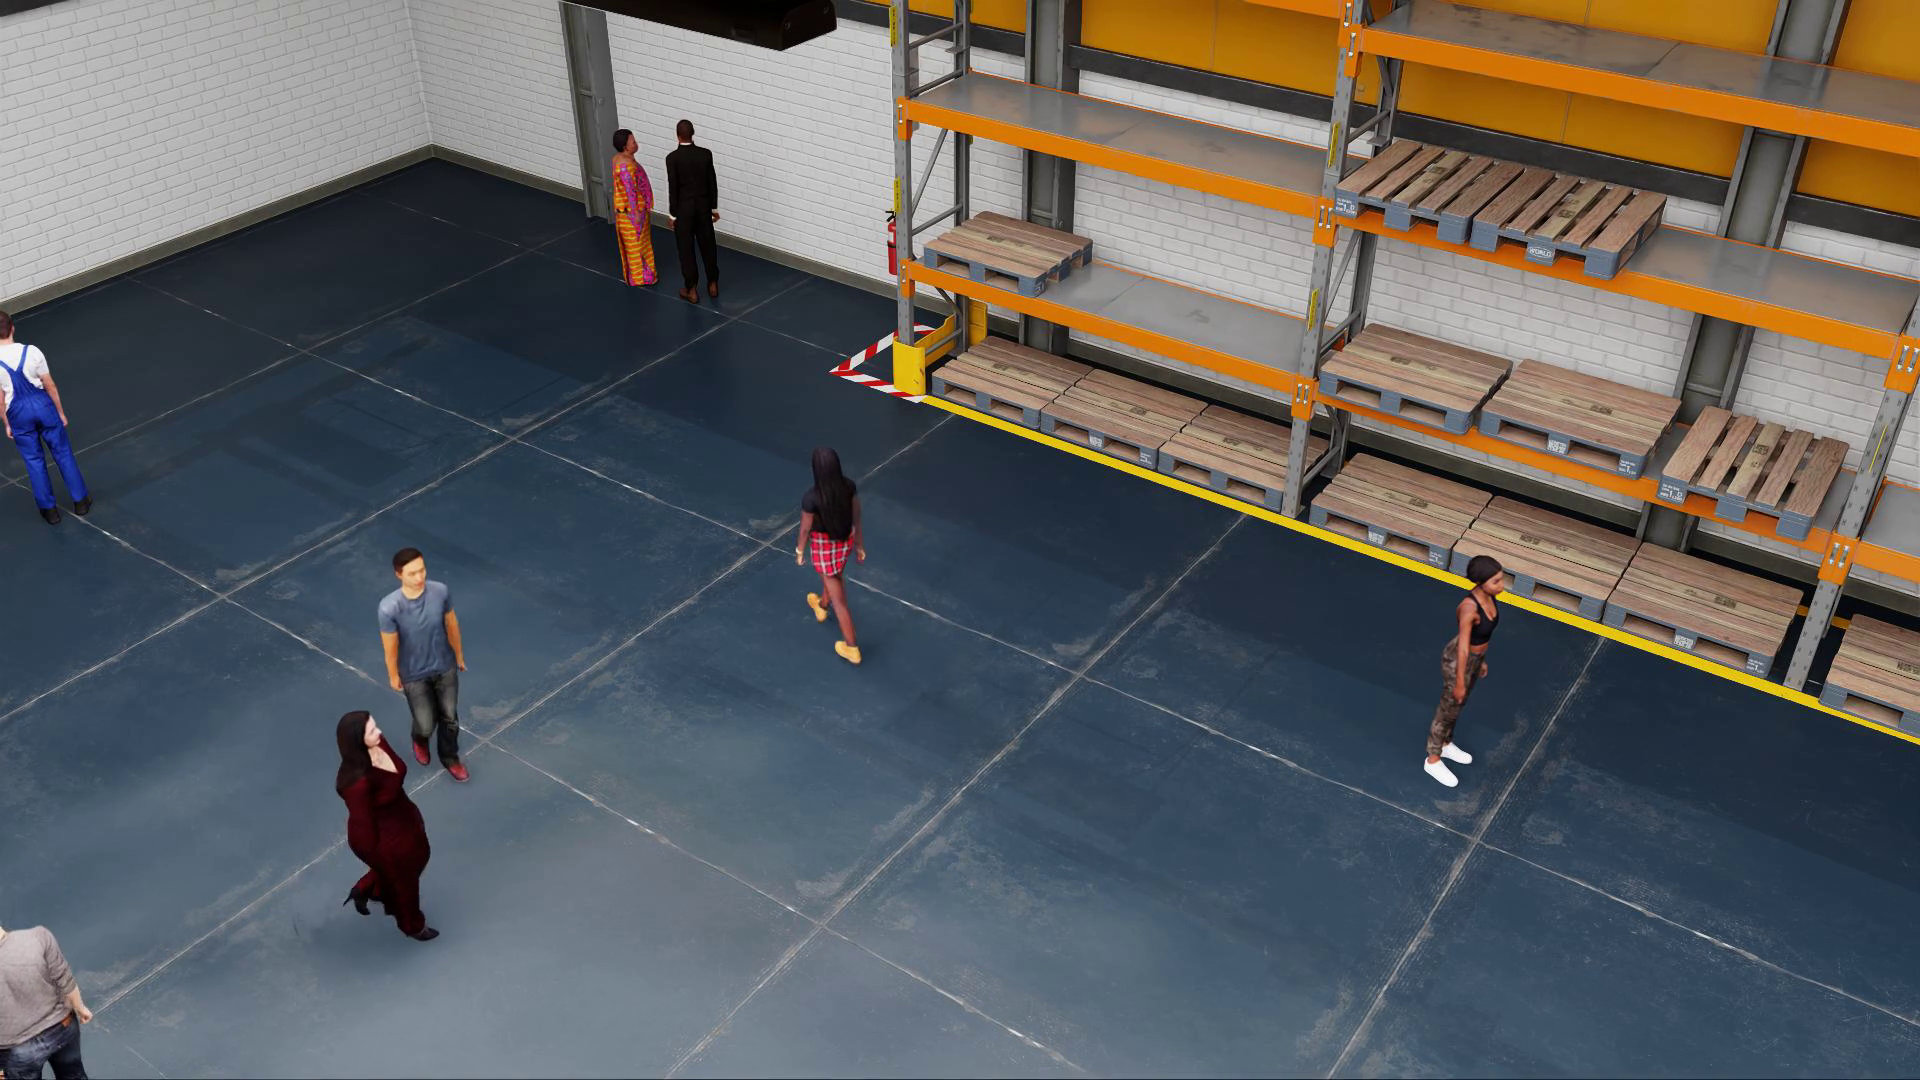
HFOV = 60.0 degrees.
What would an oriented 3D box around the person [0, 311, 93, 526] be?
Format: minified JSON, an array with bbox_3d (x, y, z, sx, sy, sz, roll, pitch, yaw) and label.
[{"bbox_3d":[-7.521,-1.001,13.484,0.704,1.851,0.697,-19,38,-26],"label":"person"}]

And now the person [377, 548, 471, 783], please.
[{"bbox_3d":[-3.519,0.790,10.834,0.746,1.801,0.801,-25,41,-33],"label":"person"}]

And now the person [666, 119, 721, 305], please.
[{"bbox_3d":[-2.734,-3.370,17.000,0.795,1.904,0.773,-17,37,-24],"label":"person"}]

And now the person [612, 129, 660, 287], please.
[{"bbox_3d":[-3.422,-3.511,17.410,0.837,1.686,0.764,-11,35,-16],"label":"person"}]

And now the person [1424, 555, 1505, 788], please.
[{"bbox_3d":[3.302,0.817,10.886,0.529,1.700,0.572,23,40,30],"label":"person"}]

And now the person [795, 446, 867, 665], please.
[{"bbox_3d":[-0.849,0.139,11.910,0.796,1.695,1.113,-25,41,-33],"label":"person"}]

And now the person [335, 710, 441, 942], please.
[{"bbox_3d":[-3.397,1.669,9.559,0.952,1.749,0.889,-3,34,-5],"label":"person"}]
